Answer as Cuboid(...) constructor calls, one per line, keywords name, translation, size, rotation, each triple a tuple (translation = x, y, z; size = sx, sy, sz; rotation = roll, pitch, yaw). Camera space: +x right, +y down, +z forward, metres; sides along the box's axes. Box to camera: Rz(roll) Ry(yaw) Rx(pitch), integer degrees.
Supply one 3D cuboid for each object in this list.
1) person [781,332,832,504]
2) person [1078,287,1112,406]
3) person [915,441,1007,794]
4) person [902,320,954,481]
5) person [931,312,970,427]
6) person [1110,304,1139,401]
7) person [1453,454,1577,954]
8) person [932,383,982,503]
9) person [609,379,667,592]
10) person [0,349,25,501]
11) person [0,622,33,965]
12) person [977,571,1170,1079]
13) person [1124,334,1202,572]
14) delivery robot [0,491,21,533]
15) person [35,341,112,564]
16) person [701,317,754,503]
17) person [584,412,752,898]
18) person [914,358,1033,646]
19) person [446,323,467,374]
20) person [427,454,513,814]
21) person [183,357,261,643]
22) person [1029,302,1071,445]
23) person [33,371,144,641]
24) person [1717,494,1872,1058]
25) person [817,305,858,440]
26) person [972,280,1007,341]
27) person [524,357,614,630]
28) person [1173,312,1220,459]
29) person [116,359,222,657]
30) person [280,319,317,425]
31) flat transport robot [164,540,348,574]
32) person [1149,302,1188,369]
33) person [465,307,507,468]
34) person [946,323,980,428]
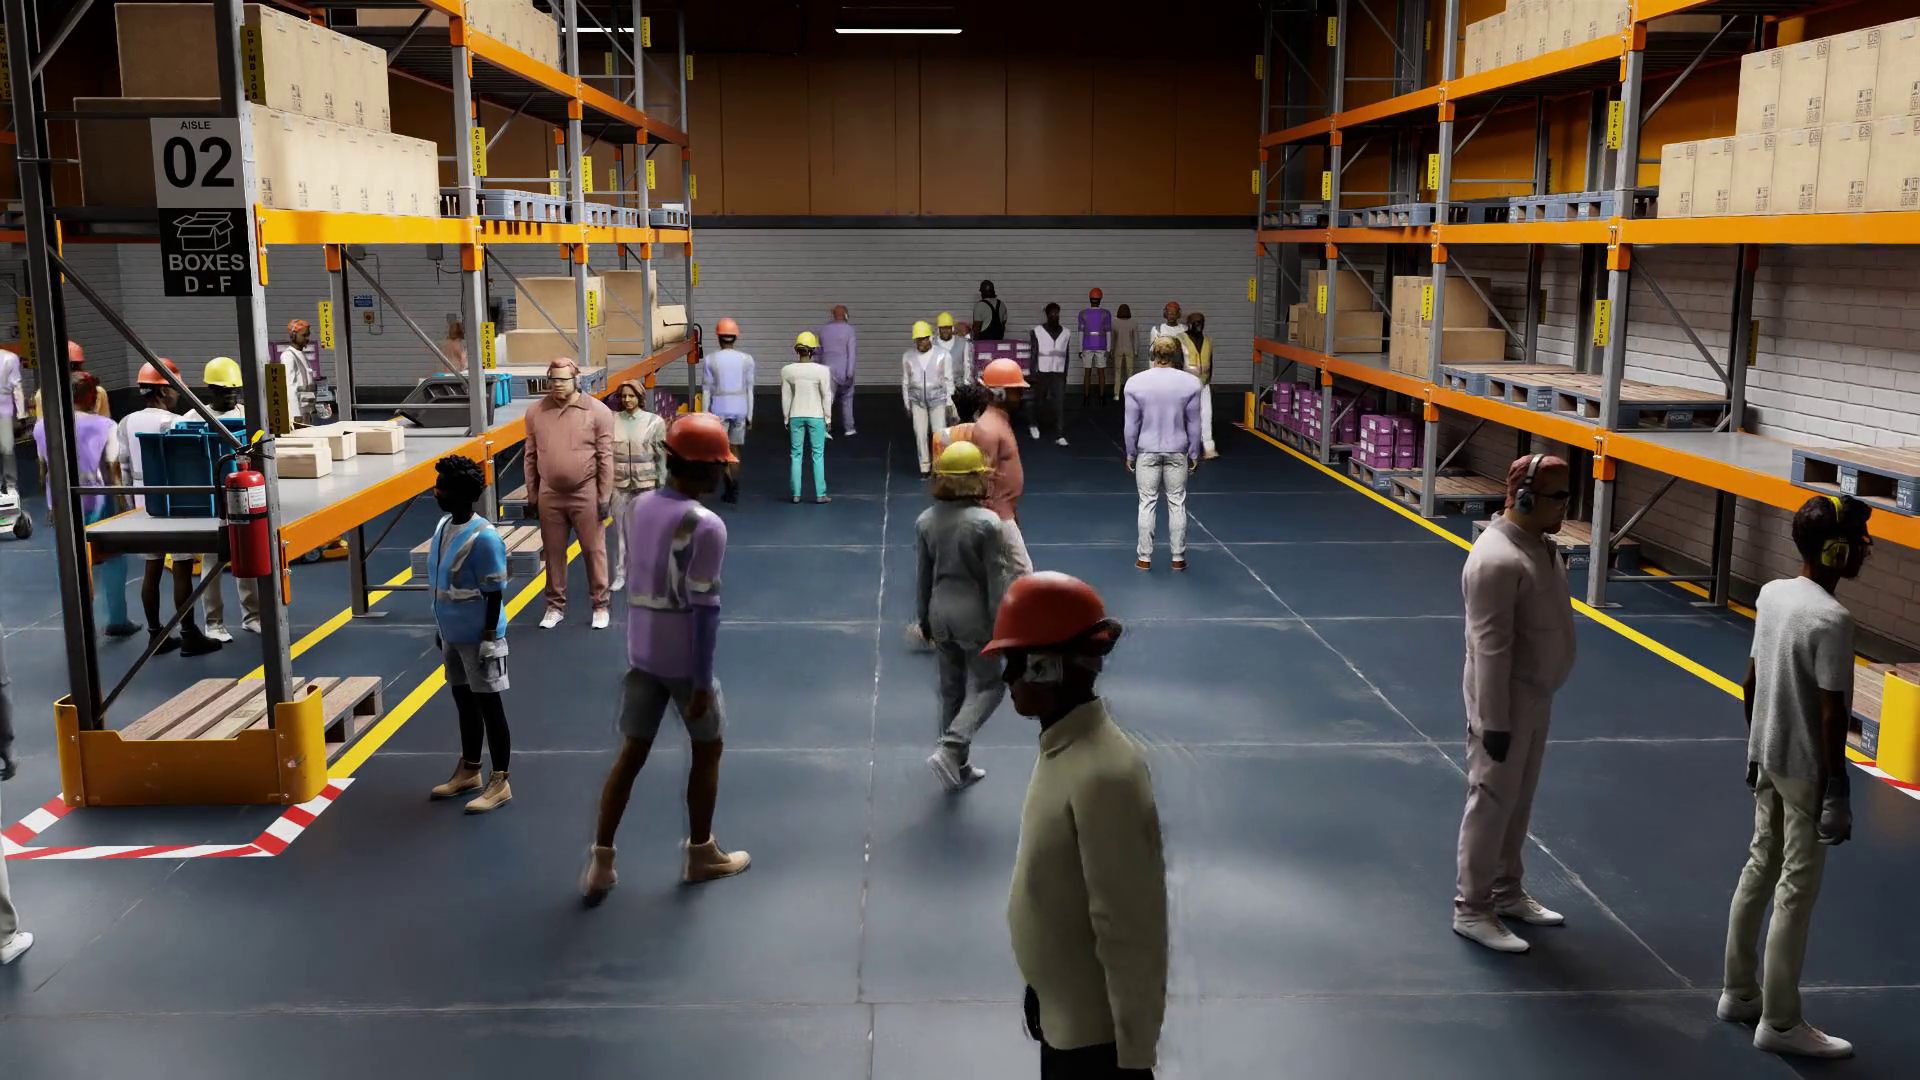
Cuboid(name="person", translation=(-1.567, -1.244, 17.039), size=(0.524, 1.769, 0.314), rotation=(2, 10, 10))
Cuboid(name="person", translation=(2.201, -3.149, 27.175), size=(0.551, 1.936, 0.356), rotation=(1, 10, 6))
Cuboid(name="person", translation=(-0.016, 0.388, 8.033), size=(0.511, 1.727, 0.466), rotation=(7, 12, 34))
Cuboid(name="person", translation=(-0.361, -1.573, 18.755), size=(0.602, 1.809, 0.514), rotation=(1, 10, 8))
Cuboid(name="person", translation=(-0.173, -1.944, 20.799), size=(0.611, 1.813, 0.440), rotation=(-1, 10, -5))
Cuboid(name="person", translation=(2.772, -3.170, 28.133), size=(0.497, 1.636, 0.284), rotation=(1, 10, 5))
Cuboid(name="person", translation=(2.131, 0.612, 6.348), size=(0.398, 1.897, 0.646), rotation=(7, 12, 34))
Cuboid(name="person", translation=(0.060, -0.254, 11.720), size=(0.533, 1.697, 0.316), rotation=(-2, 10, -11))
Cuboid(name="person", translation=(-2.503, -0.417, 12.785), size=(0.514, 1.641, 0.308), rotation=(0, 10, 1))
Cuboid(name="person", translation=(-9.871, -1.295, 16.926), size=(0.604, 1.910, 0.488), rotation=(-4, 11, -21))
Cuboid(name="person", translation=(-3.739, 0.785, 6.105), size=(0.501, 1.633, 0.283), rotation=(-3, 11, -18))
Cuboid(name="person", translation=(0.327, 1.048, 3.759), size=(0.575, 1.954, 0.654), rotation=(-1, 10, -4))
Cuboid(name="person", translation=(1.640, -0.696, 13.508), size=(0.631, 1.940, 0.372), rotation=(1, 10, 4))
Cuboid(name="delivery robot", translation=(-8.784, -0.305, 14.926), size=(0.707, 0.478, 0.477), rotation=(6, 12, 29))
Cuboid(name="person", translation=(-7.161, -0.660, 13.477), size=(0.566, 1.900, 0.979), rotation=(-1, 10, -6))
Cuboid(name="person", translation=(-2.344, -1.299, 16.905), size=(0.543, 1.921, 0.654), rotation=(-4, 11, -21))
Cuboid(name="person", translation=(-1.239, 0.487, 6.793), size=(0.628, 2.006, 0.753), rotation=(8, 13, 39))
Cuboid(name="person", translation=(0.171, -0.196, 10.680), size=(0.977, 1.960, 0.619), rotation=(1, 10, 4))
Cuboid(name="person", translation=(-6.812, -2.125, 22.408), size=(0.814, 1.604, 0.508), rotation=(-6, 12, -31))
Cuboid(name="person", translation=(-2.324, 0.439, 7.859), size=(0.320, 1.697, 0.531), rotation=(-10, 14, -44))
Cuboid(name="person", translation=(-4.921, -0.272, 11.211), size=(0.396, 1.918, 0.588), rotation=(7, 12, 35))
Cuboid(name="person", translation=(1.185, -2.245, 22.306), size=(0.594, 1.894, 0.933), rotation=(-4, 11, -19))
Cuboid(name="person", translation=(-5.835, -0.211, 11.127), size=(0.601, 1.824, 0.592), rotation=(-1, 10, -6))
Cuboid(name="person", translation=(2.794, 0.770, 5.539), size=(0.311, 1.869, 0.530), rotation=(-1, 10, -3))
Cuboid(name="person", translation=(-1.711, -2.286, 22.708), size=(0.647, 1.832, 1.044), rotation=(4, 11, 20))
Cuboid(name="person", translation=(0.446, -3.419, 28.392), size=(0.682, 2.000, 0.536), rotation=(-8, 13, -38))
Cuboid(name="person", translation=(-2.710, -0.315, 11.519), size=(0.636, 1.899, 0.396), rotation=(1, 10, 6))
Cuboid(name="person", translation=(2.915, -1.880, 20.465), size=(0.627, 1.806, 0.859), rotation=(-4, 11, -21))
Cuboid(name="person", translation=(-5.138, -0.203, 10.786), size=(0.542, 1.931, 0.376), rotation=(3, 11, 16))
Cuboid(name="person", translation=(-6.834, -1.338, 17.235), size=(0.354, 1.886, 0.572), rotation=(-2, 10, -10))
Cuboid(name="flat transport robot", translation=(-5.862, 0.063, 13.926), size=(1.431, 0.197, 0.652), rotation=(-9, 13, -40))
Cuboid(name="person", translation=(2.820, -2.237, 22.247), size=(0.587, 1.882, 0.341), rotation=(-1, 10, -3))
Cuboid(name="person", translation=(-5.591, -1.828, 19.885), size=(0.620, 1.911, 0.996), rotation=(0, 10, 0))
Cuboid(name="person", translation=(0.088, -2.112, 22.340), size=(0.825, 1.589, 0.529), rotation=(10, 14, 44))
